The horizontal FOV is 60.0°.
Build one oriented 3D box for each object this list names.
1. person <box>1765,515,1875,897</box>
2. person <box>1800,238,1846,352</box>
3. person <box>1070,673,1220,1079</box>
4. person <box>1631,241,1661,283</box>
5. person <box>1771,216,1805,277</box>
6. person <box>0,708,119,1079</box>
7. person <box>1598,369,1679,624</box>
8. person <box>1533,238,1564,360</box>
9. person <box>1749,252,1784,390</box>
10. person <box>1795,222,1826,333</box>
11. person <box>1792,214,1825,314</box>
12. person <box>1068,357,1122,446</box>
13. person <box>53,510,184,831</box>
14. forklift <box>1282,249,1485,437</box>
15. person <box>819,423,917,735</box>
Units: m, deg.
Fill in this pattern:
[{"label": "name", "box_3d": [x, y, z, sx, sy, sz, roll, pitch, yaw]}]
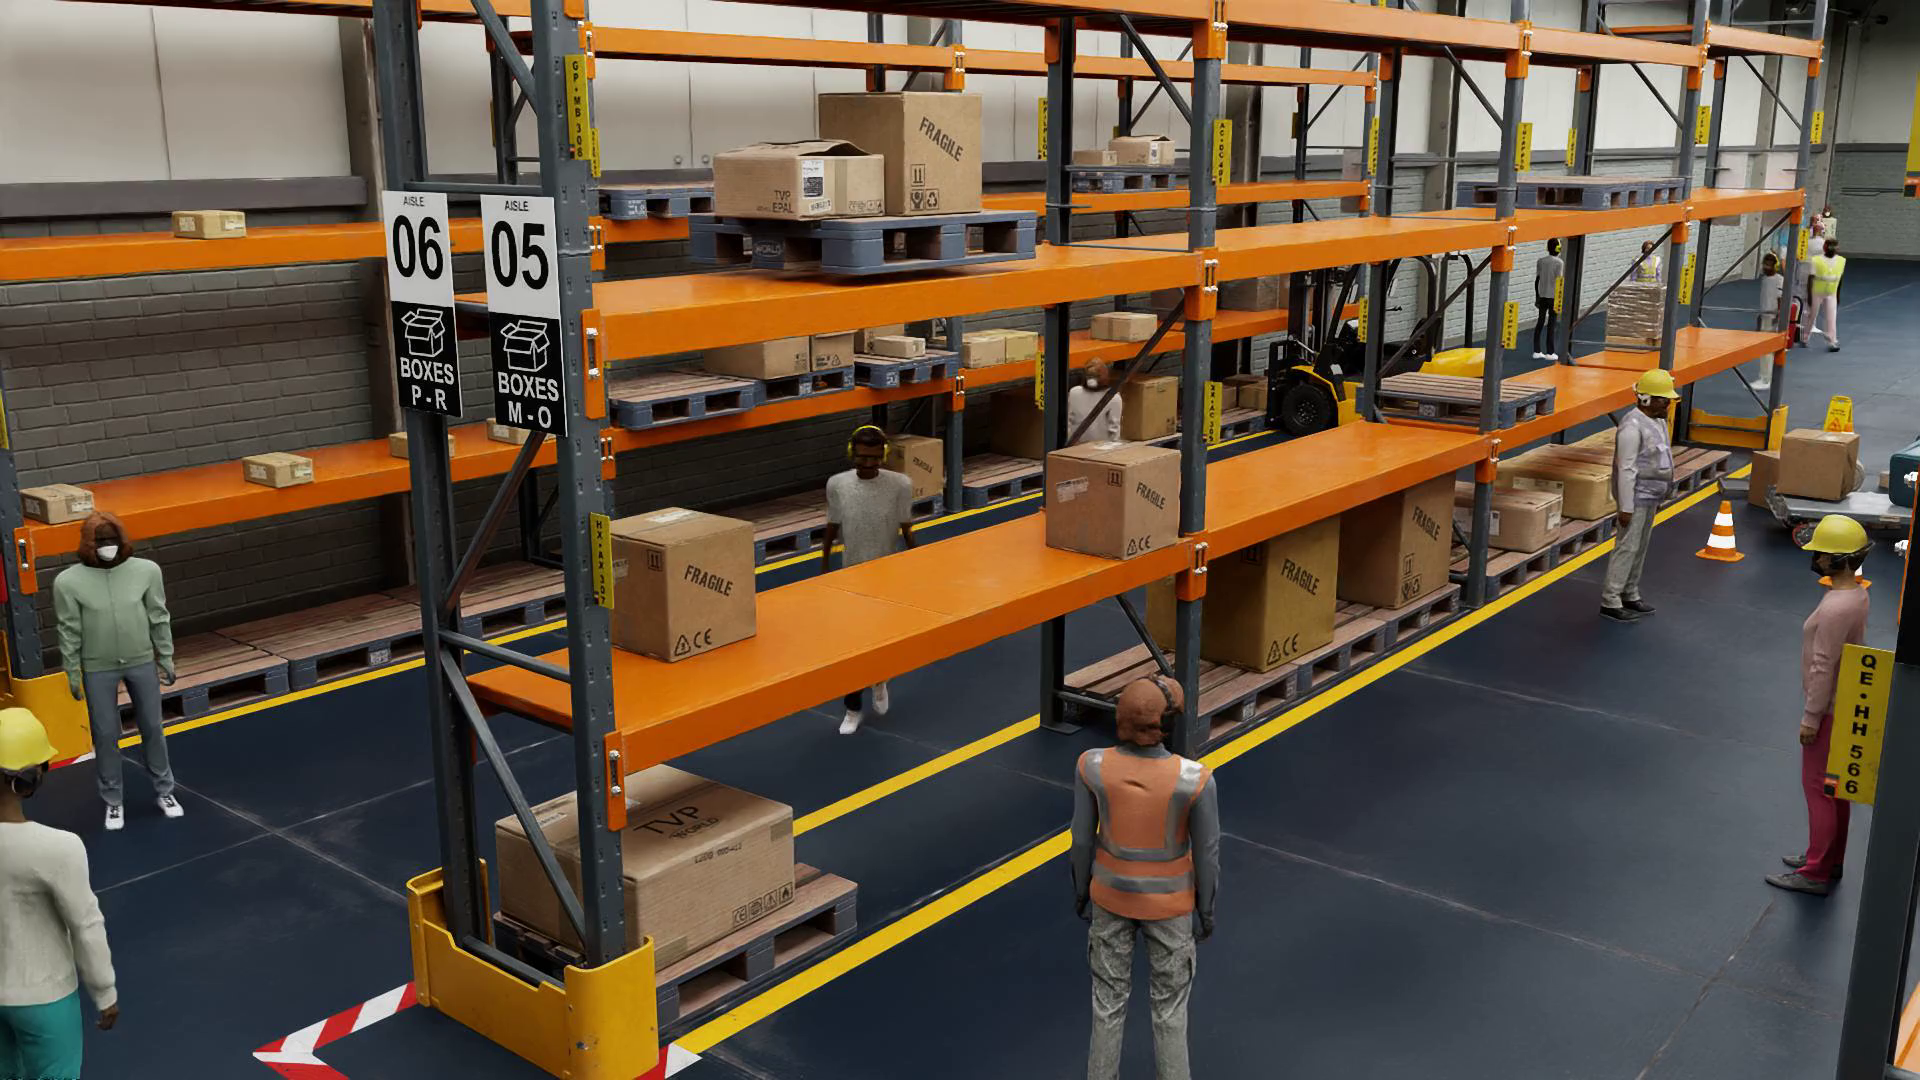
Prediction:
[{"label": "person", "box_3d": [3.945, 0.750, 7.604, 0.337, 1.757, 0.518, 10, 17, 35]}, {"label": "person", "box_3d": [13.771, -3.907, 26.500, 0.593, 1.788, 0.992, 1, 14, 3]}, {"label": "person", "box_3d": [0.634, 1.262, 5.764, 0.518, 1.636, 0.312, 5, 15, 20]}, {"label": "person", "box_3d": [11.654, -4.272, 28.312, 0.507, 1.631, 0.311, -1, 14, -3]}, {"label": "person", "box_3d": [18.542, -6.654, 37.252, 0.615, 2.002, 0.992, 2, 14, 6]}, {"label": "person", "box_3d": [-2.849, 1.366, 5.090, 0.540, 1.759, 0.341, 2, 14, 9]}, {"label": "person", "box_3d": [4.834, -0.312, 11.808, 0.403, 1.820, 0.595, 11, 18, 39]}, {"label": "person", "box_3d": [9.034, -3.696, 25.477, 0.329, 1.868, 0.512, -9, 16, -31]}, {"label": "person", "box_3d": [10.962, -2.967, 22.549, 0.367, 1.852, 0.610, -1, 14, -3]}, {"label": "person", "box_3d": [14.862, -4.568, 28.976, 0.395, 1.899, 0.641, -4, 14, -18]}, {"label": "person", "box_3d": [16.297, -5.283, 31.882, 0.399, 1.900, 0.645, -4, 14, -15]}, {"label": "person", "box_3d": [1.070, -0.717, 13.869, 0.518, 1.599, 0.733, 7, 15, 26]}, {"label": "person", "box_3d": [-4.193, 0.643, 8.304, 0.503, 1.629, 0.281, -10, 17, -36]}, {"label": "forklift", "box_3d": [4.886, -2.214, 18.767, 2.313, 2.155, 1.214, 11, 18, 38]}, {"label": "person", "box_3d": [-0.519, 0.222, 9.571, 0.649, 1.845, 0.467, 1, 14, 5]}]
